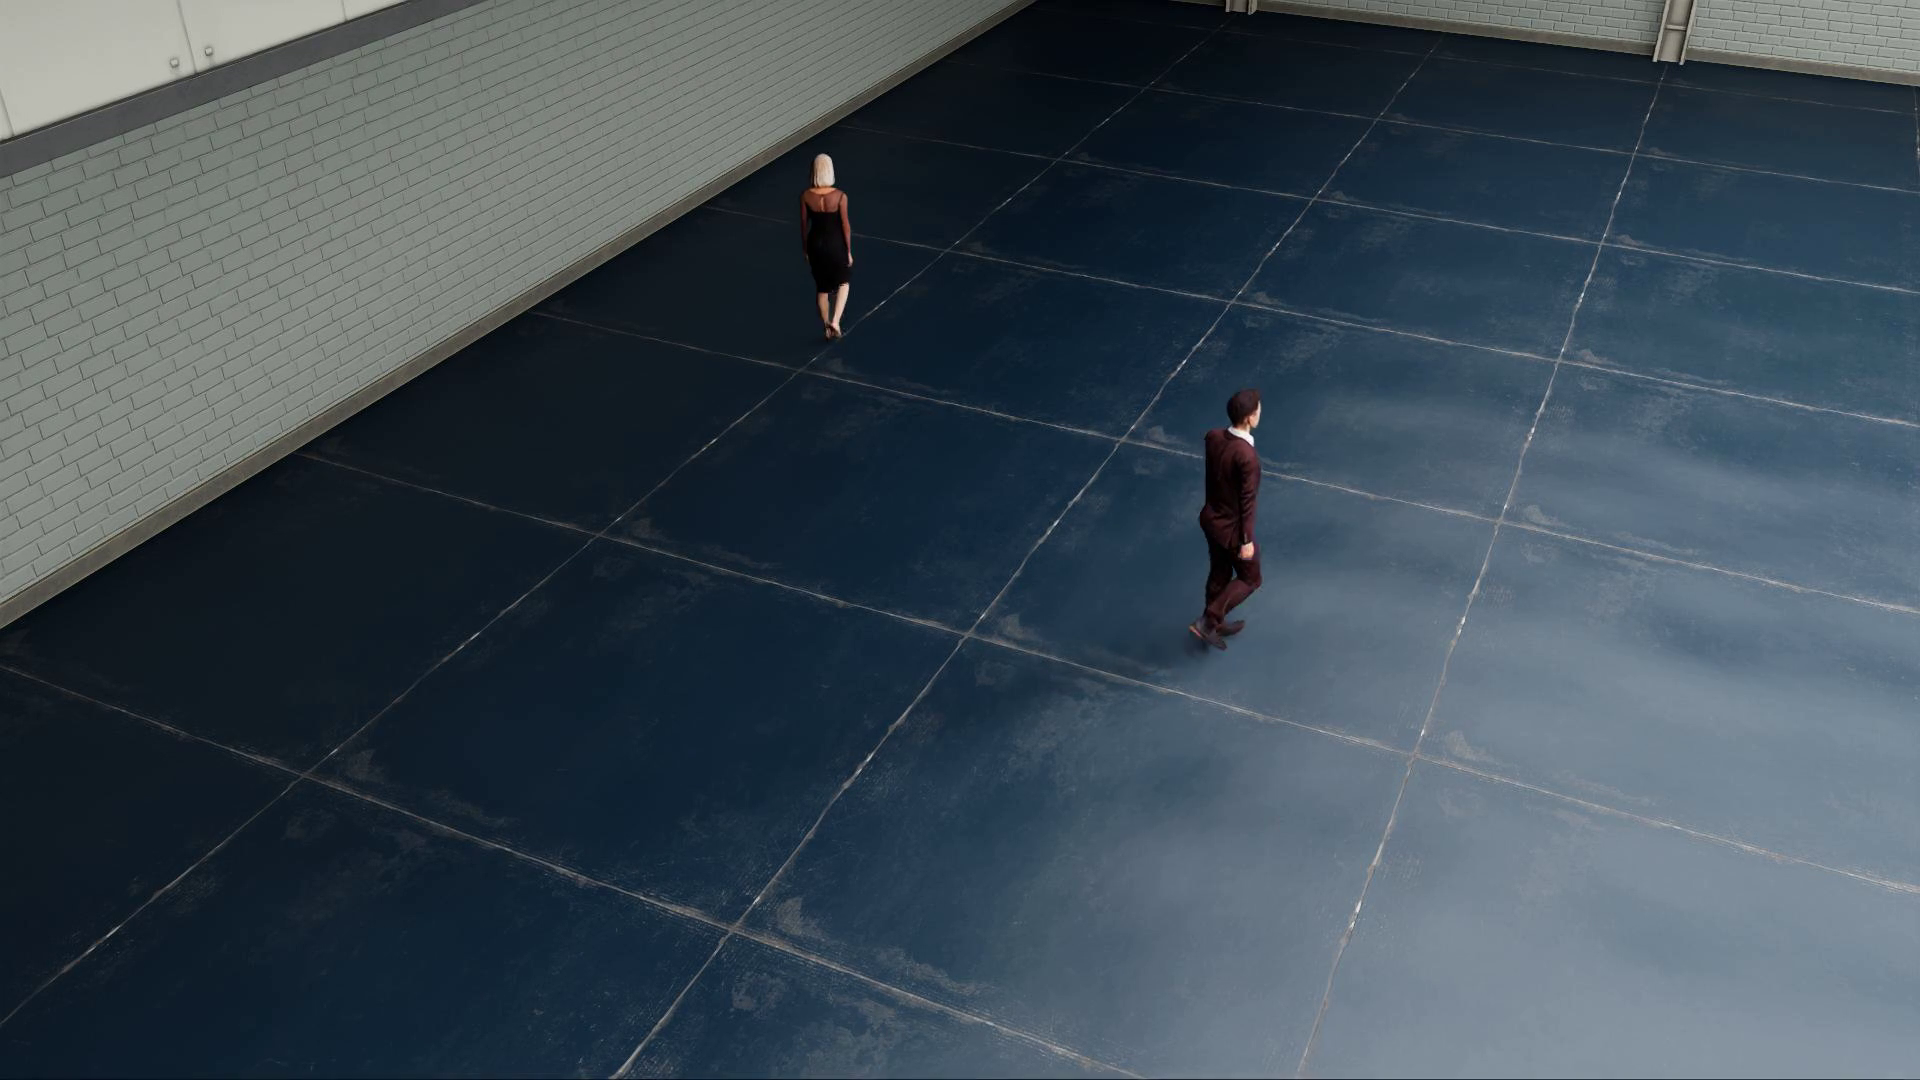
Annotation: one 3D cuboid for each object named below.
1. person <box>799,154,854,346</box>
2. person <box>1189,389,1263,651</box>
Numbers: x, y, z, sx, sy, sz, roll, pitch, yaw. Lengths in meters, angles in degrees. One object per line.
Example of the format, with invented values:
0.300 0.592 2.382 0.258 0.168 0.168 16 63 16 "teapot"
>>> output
-1.176 -2.487 14.527 0.639 1.740 0.748 5 33 8 "person"
1.666 -0.084 10.608 0.952 1.857 0.888 -14 35 -21 "person"
